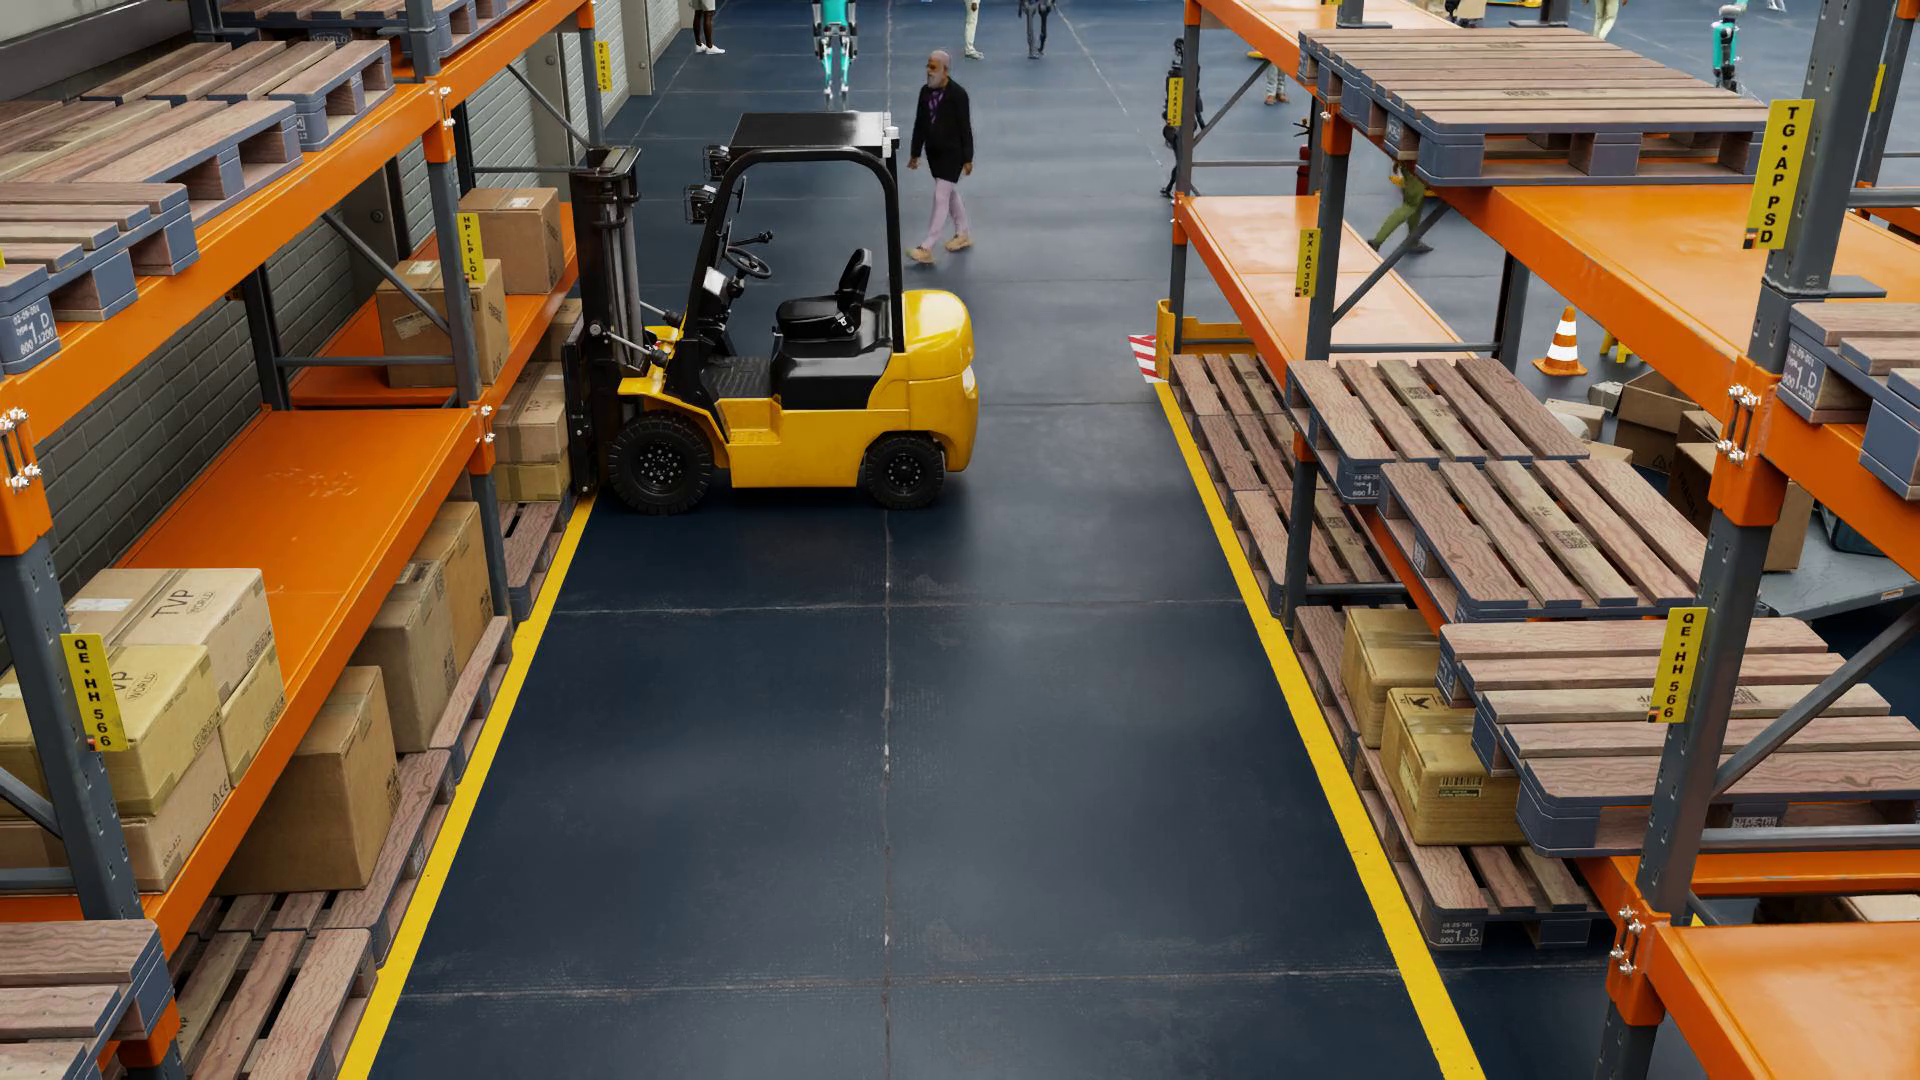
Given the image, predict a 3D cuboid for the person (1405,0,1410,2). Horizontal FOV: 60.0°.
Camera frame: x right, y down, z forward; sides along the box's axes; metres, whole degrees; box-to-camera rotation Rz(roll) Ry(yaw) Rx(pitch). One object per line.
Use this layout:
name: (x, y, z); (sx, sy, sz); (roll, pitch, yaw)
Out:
person: (6.725, -8.342, 25.128); (0.390, 1.842, 0.565); (10, 27, 20)

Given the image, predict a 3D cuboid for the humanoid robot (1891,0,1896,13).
humanoid robot: (16.320, -9.828, 28.490); (0.549, 1.643, 0.593); (18, 31, 33)

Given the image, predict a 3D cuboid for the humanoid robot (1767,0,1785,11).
humanoid robot: (14.350, -10.109, 29.071); (0.538, 1.865, 0.680); (-13, 28, -26)

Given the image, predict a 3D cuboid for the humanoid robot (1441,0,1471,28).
humanoid robot: (5.571, -5.455, 19.205); (0.602, 1.653, 0.323); (-6, 26, -13)

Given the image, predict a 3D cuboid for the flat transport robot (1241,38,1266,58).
flat transport robot: (4.991, -7.365, 24.900); (0.659, 0.231, 1.431); (23, 34, 40)

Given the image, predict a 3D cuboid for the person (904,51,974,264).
person: (-0.195, -3.383, 14.675); (0.568, 1.801, 0.986); (22, 33, 39)

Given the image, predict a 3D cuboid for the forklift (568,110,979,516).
forklift: (-1.043, -1.379, 9.976); (2.313, 2.155, 1.214); (-1, 25, -2)

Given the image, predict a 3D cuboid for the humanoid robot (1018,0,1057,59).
humanoid robot: (1.148, -7.954, 24.557); (0.586, 1.643, 0.729); (2, 25, 5)

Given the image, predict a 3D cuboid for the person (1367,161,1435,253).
person: (3.961, -3.302, 14.643); (0.770, 1.675, 0.488); (-10, 27, -20)

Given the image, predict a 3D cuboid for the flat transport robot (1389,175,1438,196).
flat transport robot: (5.261, -3.760, 17.267); (1.431, 0.231, 0.659); (-5, 26, -11)

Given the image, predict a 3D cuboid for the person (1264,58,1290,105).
person: (4.091, -6.556, 21.252); (0.640, 1.924, 0.461); (4, 26, 7)

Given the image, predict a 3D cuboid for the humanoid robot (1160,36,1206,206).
humanoid robot: (2.216, -4.159, 16.497); (0.592, 1.647, 0.608); (21, 32, 37)

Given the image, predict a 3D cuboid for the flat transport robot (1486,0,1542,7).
flat transport robot: (9.800, -9.806, 30.070); (1.431, 0.231, 0.659); (14, 29, 27)

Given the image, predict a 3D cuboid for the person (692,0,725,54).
person: (-3.850, -8.264, 24.896); (0.366, 1.898, 0.556); (-23, 33, -39)

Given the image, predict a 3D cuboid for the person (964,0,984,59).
person: (0.219, -8.007, 24.531); (0.346, 1.745, 0.562); (-1, 25, -2)

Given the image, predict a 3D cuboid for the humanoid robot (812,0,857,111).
humanoid robot: (-1.494, -5.830, 19.874); (0.540, 1.743, 0.693); (-1, 25, -1)

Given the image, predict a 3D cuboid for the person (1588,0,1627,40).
person: (9.514, -8.037, 24.460); (0.596, 1.865, 0.643); (20, 32, 36)

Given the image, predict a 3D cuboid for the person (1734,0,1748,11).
person: (13.726, -10.204, 29.005); (0.511, 1.905, 0.436); (-17, 30, -31)

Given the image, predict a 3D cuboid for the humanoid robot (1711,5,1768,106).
humanoid robot: (8.253, -4.723, 17.589); (0.812, 1.770, 0.554); (6, 26, 13)

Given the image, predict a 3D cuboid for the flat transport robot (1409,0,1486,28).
flat transport robot: (7.371, -7.865, 25.960); (1.431, 0.231, 0.659); (-16, 30, -30)
